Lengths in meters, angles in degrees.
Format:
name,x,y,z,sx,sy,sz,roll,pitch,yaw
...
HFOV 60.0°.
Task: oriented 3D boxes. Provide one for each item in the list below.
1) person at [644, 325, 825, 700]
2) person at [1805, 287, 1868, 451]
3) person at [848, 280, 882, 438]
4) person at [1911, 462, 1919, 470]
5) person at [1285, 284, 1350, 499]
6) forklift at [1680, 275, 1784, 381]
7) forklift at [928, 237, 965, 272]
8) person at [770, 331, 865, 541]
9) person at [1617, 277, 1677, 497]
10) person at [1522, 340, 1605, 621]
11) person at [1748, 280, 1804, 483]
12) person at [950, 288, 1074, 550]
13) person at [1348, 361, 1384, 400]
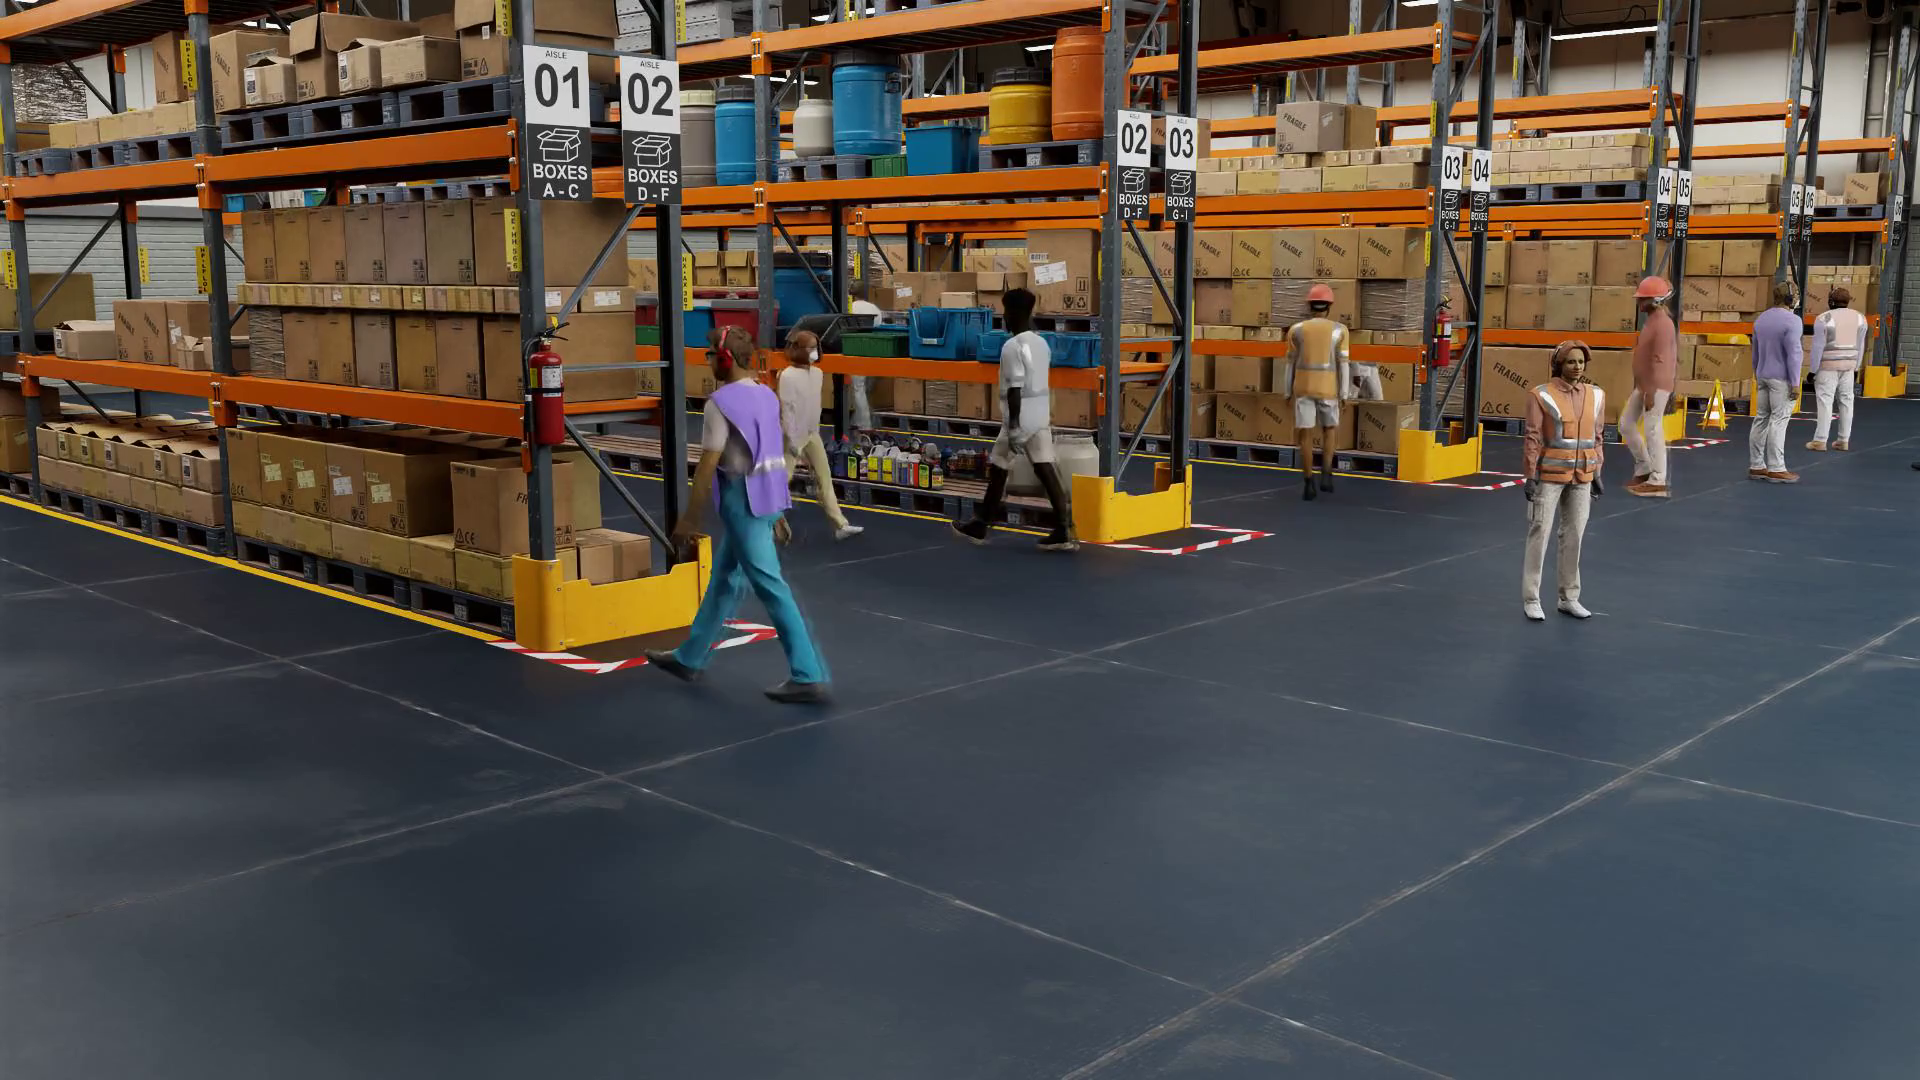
name,x,y,z,sx,sy,sz,roll,pitch,yaw
person,-1.089,-0.132,7.990,1.012,1.779,0.567,3,10,15
person,9.920,-1.940,18.883,0.619,1.845,0.430,-1,9,-6
person,-1.313,-2.210,20.335,0.651,1.907,0.833,-9,13,-44
person,10.039,-1.681,17.000,0.545,1.939,0.354,-7,12,-37
person,3.232,-1.350,15.063,0.569,1.906,0.727,2,10,14
forklift,12.480,-3.427,27.053,1.214,2.155,2.313,9,13,43
forklift,-0.326,-5.817,39.609,1.129,2.768,1.873,9,13,43
person,-1.146,-0.767,12.472,0.867,1.584,0.528,6,11,33
person,6.211,-1.382,15.042,0.515,1.975,0.647,2,9,11
person,3.537,-0.352,9.764,0.523,1.639,0.306,-2,10,-13
person,7.920,-1.535,16.106,0.365,1.939,0.636,-2,9,-10
person,0.426,-0.887,12.212,1.020,1.905,0.628,6,11,32
person,4.431,-1.881,18.539,0.579,1.850,0.935,-7,12,-36
